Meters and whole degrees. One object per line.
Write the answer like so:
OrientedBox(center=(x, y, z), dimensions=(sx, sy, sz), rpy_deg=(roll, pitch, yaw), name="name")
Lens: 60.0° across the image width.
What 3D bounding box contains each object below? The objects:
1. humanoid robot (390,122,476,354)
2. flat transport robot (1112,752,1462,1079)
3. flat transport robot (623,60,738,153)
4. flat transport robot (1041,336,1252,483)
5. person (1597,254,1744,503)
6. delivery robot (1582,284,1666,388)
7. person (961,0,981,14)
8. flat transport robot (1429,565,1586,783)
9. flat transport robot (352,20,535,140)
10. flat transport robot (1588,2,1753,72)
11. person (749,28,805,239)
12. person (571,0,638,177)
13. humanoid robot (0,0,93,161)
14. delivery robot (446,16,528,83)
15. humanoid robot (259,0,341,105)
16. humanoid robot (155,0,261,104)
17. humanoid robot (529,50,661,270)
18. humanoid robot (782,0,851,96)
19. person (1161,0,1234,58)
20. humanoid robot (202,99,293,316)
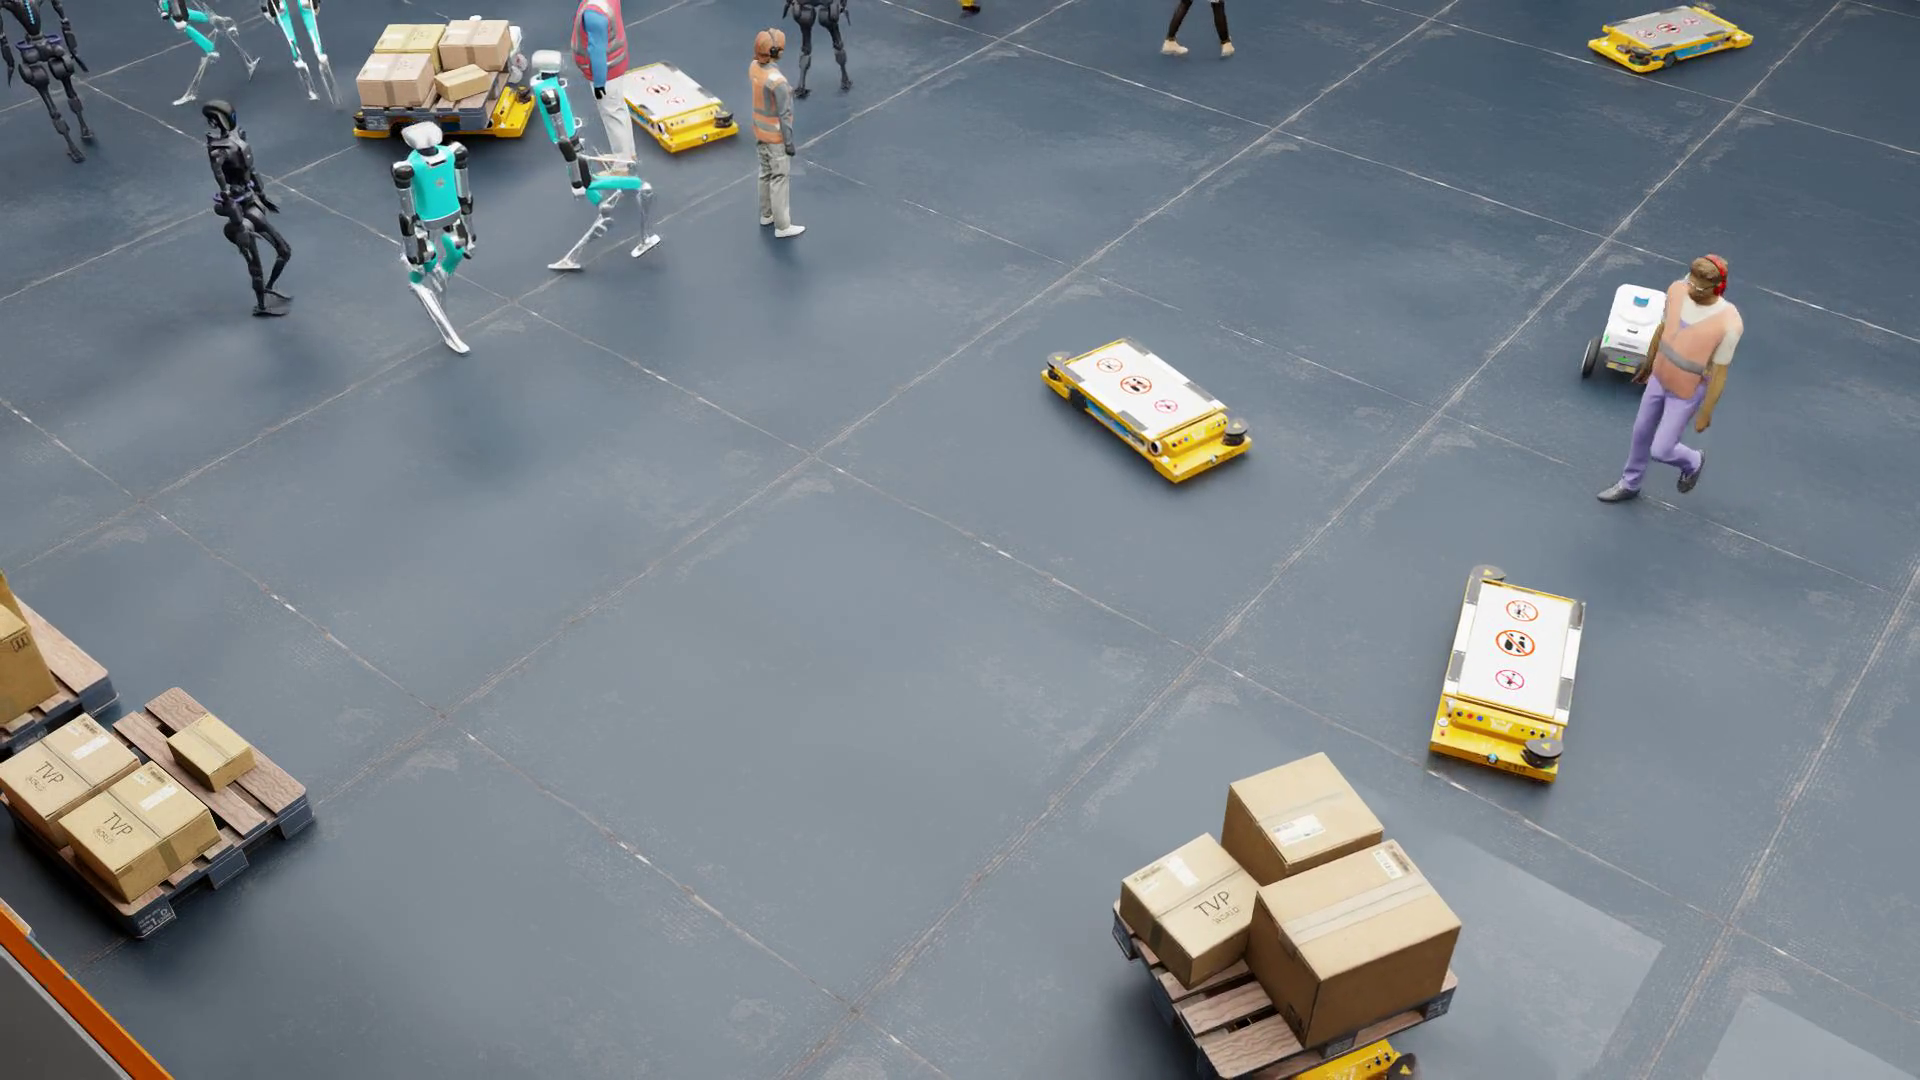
OrientedBox(center=(-3.687, -2.084, 11.461), dimensions=(0.854, 1.855, 0.545), rpy_deg=(33, 50, 33), name="humanoid robot")
OrientedBox(center=(1.454, 2.061, 7.653), dimensions=(0.659, 0.231, 1.431), rpy_deg=(-16, 43, -18), name="flat transport robot")
OrientedBox(center=(-2.582, -3.821, 14.573), dimensions=(0.659, 0.231, 1.431), rpy_deg=(-25, 46, -26), name="flat transport robot")
OrientedBox(center=(1.234, -0.915, 11.155), dimensions=(0.659, 0.231, 1.431), rpy_deg=(-24, 46, -26), name="flat transport robot")
OrientedBox(center=(4.350, -0.932, 9.974), dimensions=(0.536, 1.819, 0.634), rpy_deg=(-14, 42, -16), name="person")
OrientedBox(center=(4.671, -1.438, 11.547), dimensions=(0.518, 0.592, 0.763), rpy_deg=(16, 43, 18), name="delivery robot")
OrientedBox(center=(0.147, -6.023, 16.055), dimensions=(0.551, 1.705, 0.878), rpy_deg=(16, 43, 18), name="person")
OrientedBox(center=(3.063, 0.708, 9.245), dimensions=(0.659, 0.231, 1.431), rpy_deg=(14, 42, 16), name="flat transport robot")
OrientedBox(center=(-4.483, -3.727, 14.462), dimensions=(1.431, 0.231, 0.659), rpy_deg=(0, 40, 0), name="flat transport robot")
OrientedBox(center=(6.692, -4.723, 15.634), dimensions=(1.431, 0.231, 0.659), rpy_deg=(-18, 44, -20), name="flat transport robot")
OrientedBox(center=(-1.416, -3.090, 12.661), dimensions=(0.318, 1.628, 0.505), rpy_deg=(-20, 44, -22), name="person")
OrientedBox(center=(-2.861, -3.773, 13.314), dimensions=(0.431, 1.837, 0.629), rpy_deg=(-2, 40, -2), name="person")
OrientedBox(center=(-7.561, -3.971, 13.670), dimensions=(0.611, 1.643, 0.602), rpy_deg=(-28, 48, -29), name="humanoid robot")
OrientedBox(center=(-4.372, -4.446, 15.100), dimensions=(0.792, 0.611, 0.499), rpy_deg=(0, 40, 0), name="delivery robot")
OrientedBox(center=(-5.690, -4.536, 14.381), dimensions=(0.562, 1.912, 0.740), rpy_deg=(-26, 47, -27), name="humanoid robot")
OrientedBox(center=(-6.634, -4.733, 14.545), dimensions=(0.993, 1.777, 0.533), rpy_deg=(-28, 48, -29), name="humanoid robot")
OrientedBox(center=(-2.600, -2.773, 12.258), dimensions=(1.053, 1.781, 0.546), rpy_deg=(-10, 41, -12), name="humanoid robot")
OrientedBox(center=(-1.270, -4.707, 14.554), dimensions=(0.612, 1.639, 0.478), rpy_deg=(3, 40, 3), name="humanoid robot")
OrientedBox(center=(2.207, -5.200, 15.118), dimensions=(0.589, 1.661, 0.576), rpy_deg=(-29, 48, -30), name="person")
OrientedBox(center=(-5.028, -2.329, 11.728), dimensions=(0.335, 1.645, 0.603), rpy_deg=(1, 40, 1), name="humanoid robot")
